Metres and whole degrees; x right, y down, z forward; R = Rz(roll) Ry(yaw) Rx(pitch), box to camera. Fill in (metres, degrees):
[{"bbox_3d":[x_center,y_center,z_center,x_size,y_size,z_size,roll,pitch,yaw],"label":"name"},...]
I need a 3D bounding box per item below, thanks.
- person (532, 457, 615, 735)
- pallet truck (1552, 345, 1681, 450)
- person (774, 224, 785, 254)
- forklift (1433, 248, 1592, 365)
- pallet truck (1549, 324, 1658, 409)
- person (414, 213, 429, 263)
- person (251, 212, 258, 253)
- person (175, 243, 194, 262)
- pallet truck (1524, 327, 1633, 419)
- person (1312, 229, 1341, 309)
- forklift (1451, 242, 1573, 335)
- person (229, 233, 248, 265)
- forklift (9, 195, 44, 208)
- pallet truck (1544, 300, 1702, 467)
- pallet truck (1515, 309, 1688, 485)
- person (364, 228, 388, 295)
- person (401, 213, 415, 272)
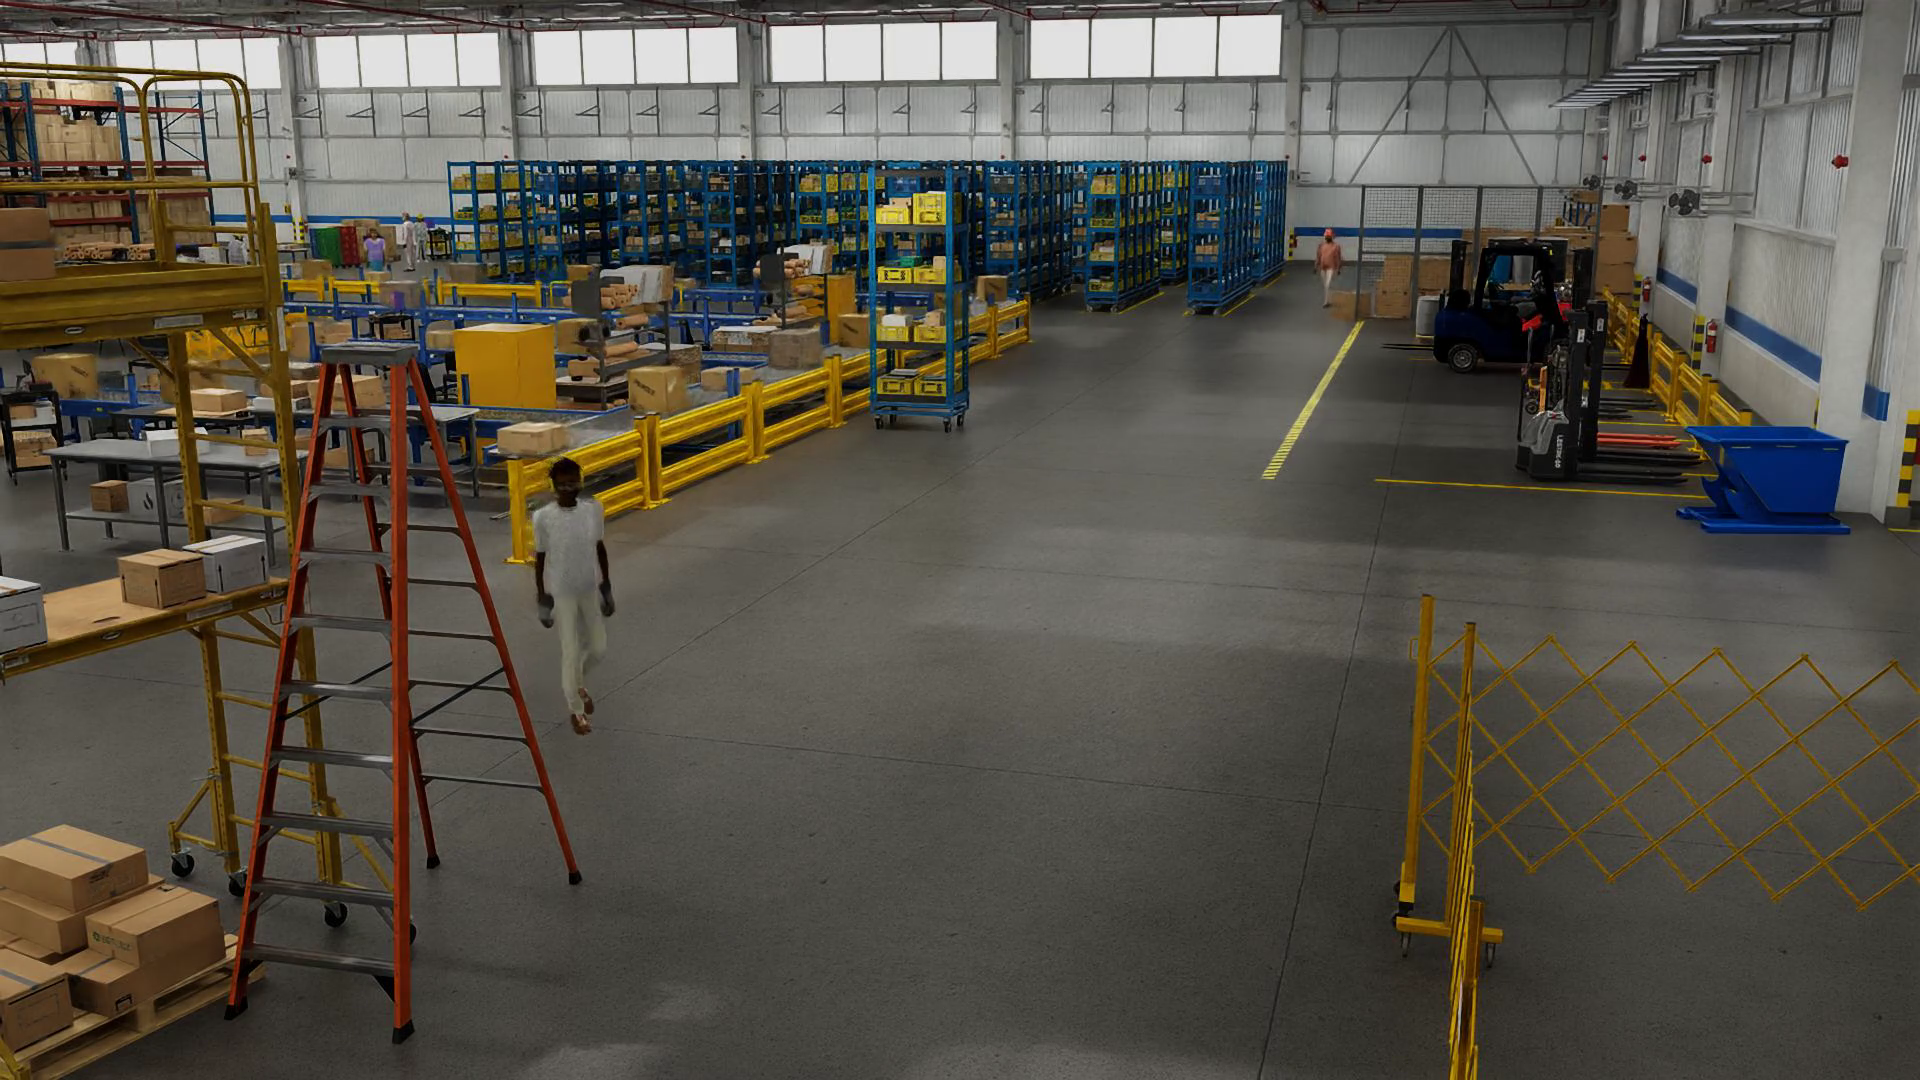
[{"bbox_3d":[-2.547,0.354,10.988,0.542,1.853,0.441,-9,16,-33],"label":"person"},{"bbox_3d":[8.641,-1.896,21.908,1.630,1.274,0.653,4,14,16],"label":"pallet truck"},{"bbox_3d":[-5.460,-8.703,50.275,0.935,1.784,0.610,11,17,40],"label":"person"},{"bbox_3d":[9.780,-4.111,29.280,2.680,1.987,1.157,3,13,14],"label":"forklift"},{"bbox_3d":[9.824,-2.669,25.407,1.601,1.201,0.680,4,14,16],"label":"pallet truck"},{"bbox_3d":[-19.153,-10.725,59.107,0.485,1.735,0.344,-9,16,-34],"label":"person"},{"bbox_3d":[-25.581,-11.033,60.449,0.569,1.726,0.731,-8,15,-30],"label":"person"},{"bbox_3d":[-16.880,-5.514,36.244,0.725,1.896,0.434,-4,14,-18],"label":"person"},{"bbox_3d":[9.065,-2.460,24.370,1.522,1.261,0.704,3,13,14],"label":"pallet truck"},{"bbox_3d":[9.088,-6.748,41.423,0.841,1.963,0.623,-12,18,-42],"label":"person"},{"bbox_3d":[10.464,-4.597,31.405,2.680,1.987,1.157,4,14,16],"label":"forklift"},{"bbox_3d":[-19.195,-7.367,44.382,0.595,1.831,0.403,6,15,26],"label":"person"},{"bbox_3d":[-27.938,-9.198,50.004,1.129,2.768,1.873,-5,14,-22],"label":"forklift"},{"bbox_3d":[8.263,-1.952,20.631,1.885,1.965,0.823,5,14,20],"label":"pallet truck"},{"bbox_3d":[7.554,-1.677,19.446,1.885,1.965,0.823,3,13,14],"label":"pallet truck"},{"bbox_3d":[-16.052,-7.657,45.693,0.573,1.811,0.908,-9,16,-34],"label":"person"},{"bbox_3d":[-18.151,-9.783,54.647,0.410,1.912,0.643,0,13,0],"label":"person"}]
